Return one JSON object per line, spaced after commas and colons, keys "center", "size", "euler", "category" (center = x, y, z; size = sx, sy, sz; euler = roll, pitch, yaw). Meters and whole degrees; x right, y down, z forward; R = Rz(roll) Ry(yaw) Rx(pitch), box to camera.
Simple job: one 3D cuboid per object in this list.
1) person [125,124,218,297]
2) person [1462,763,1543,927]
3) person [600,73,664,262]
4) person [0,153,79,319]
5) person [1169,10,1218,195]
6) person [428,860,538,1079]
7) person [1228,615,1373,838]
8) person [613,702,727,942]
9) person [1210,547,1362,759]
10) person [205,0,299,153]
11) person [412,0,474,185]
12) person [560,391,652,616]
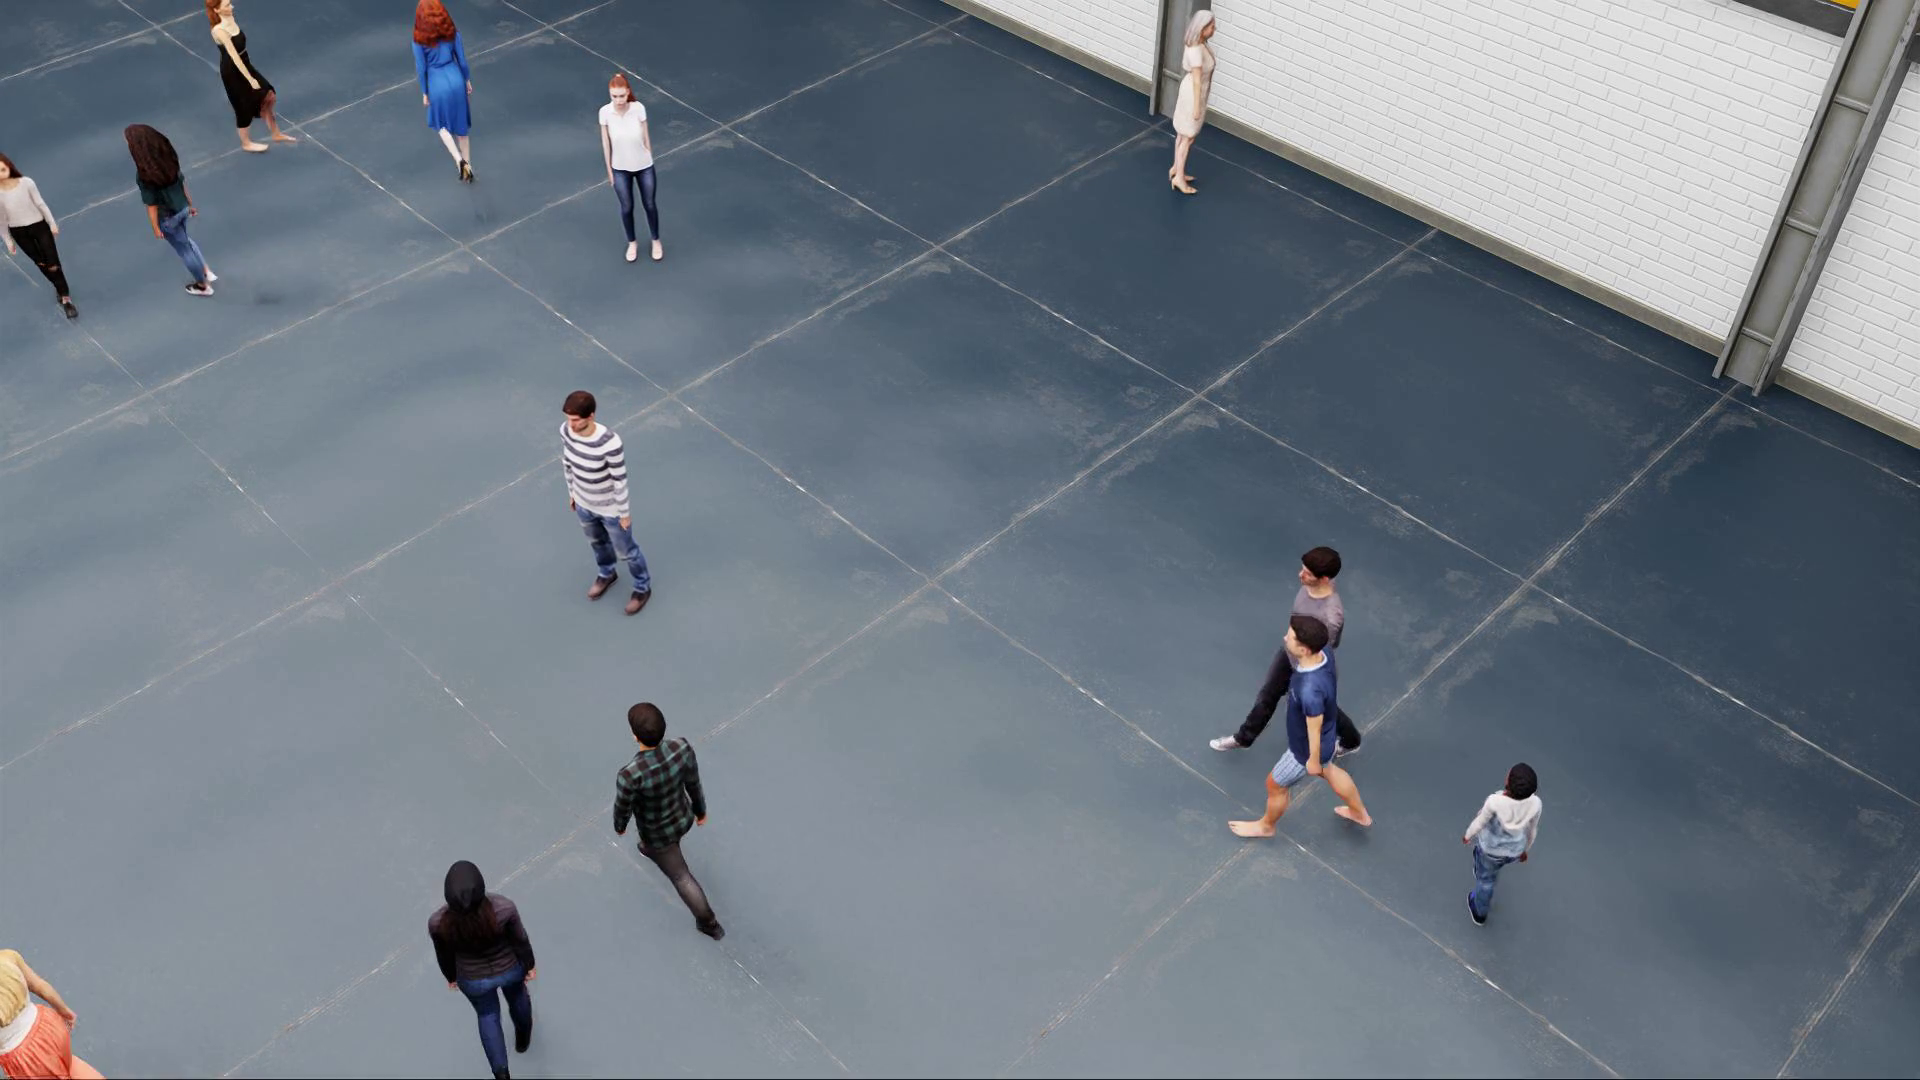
{"center": [-6.486, -2.715, 13.829], "size": [0.751, 1.610, 0.714], "euler": [10, 45, 11], "category": "person"}
{"center": [3.068, 1.752, 9.403], "size": [0.741, 1.246, 0.814], "euler": [-2, 44, -2], "category": "person"}
{"center": [-2.799, -3.188, 14.235], "size": [0.641, 1.734, 0.674], "euler": [-7, 44, -8], "category": "person"}
{"center": [-7.731, -2.595, 13.812], "size": [0.700, 1.459, 0.895], "euler": [-21, 47, -20], "category": "person"}
{"center": [2.100, -3.972, 15.058], "size": [0.745, 1.735, 0.688], "euler": [1, 44, 1], "category": "person"}
{"center": [-2.386, 2.281, 8.498], "size": [0.933, 1.729, 1.096], "euler": [-9, 44, -10], "category": "person"}
{"center": [2.099, 1.141, 9.639], "size": [1.188, 1.805, 1.014], "euler": [11, 45, 12], "category": "person"}
{"center": [-1.611, 1.615, 9.374], "size": [1.121, 1.671, 0.717], "euler": [31, 52, 29], "category": "person"}
{"center": [2.210, 0.741, 10.064], "size": [1.195, 1.799, 1.219], "euler": [-5, 44, -5], "category": "person"}
{"center": [-6.831, -4.348, 15.546], "size": [0.845, 1.606, 0.783], "euler": [0, 44, 0], "category": "person"}
{"center": [-4.607, -3.989, 15.017], "size": [0.717, 1.816, 0.789], "euler": [-22, 48, -22], "category": "person"}
{"center": [-2.381, -0.276, 11.099], "size": [0.562, 1.844, 0.753], "euler": [22, 48, 22], "category": "person"}
